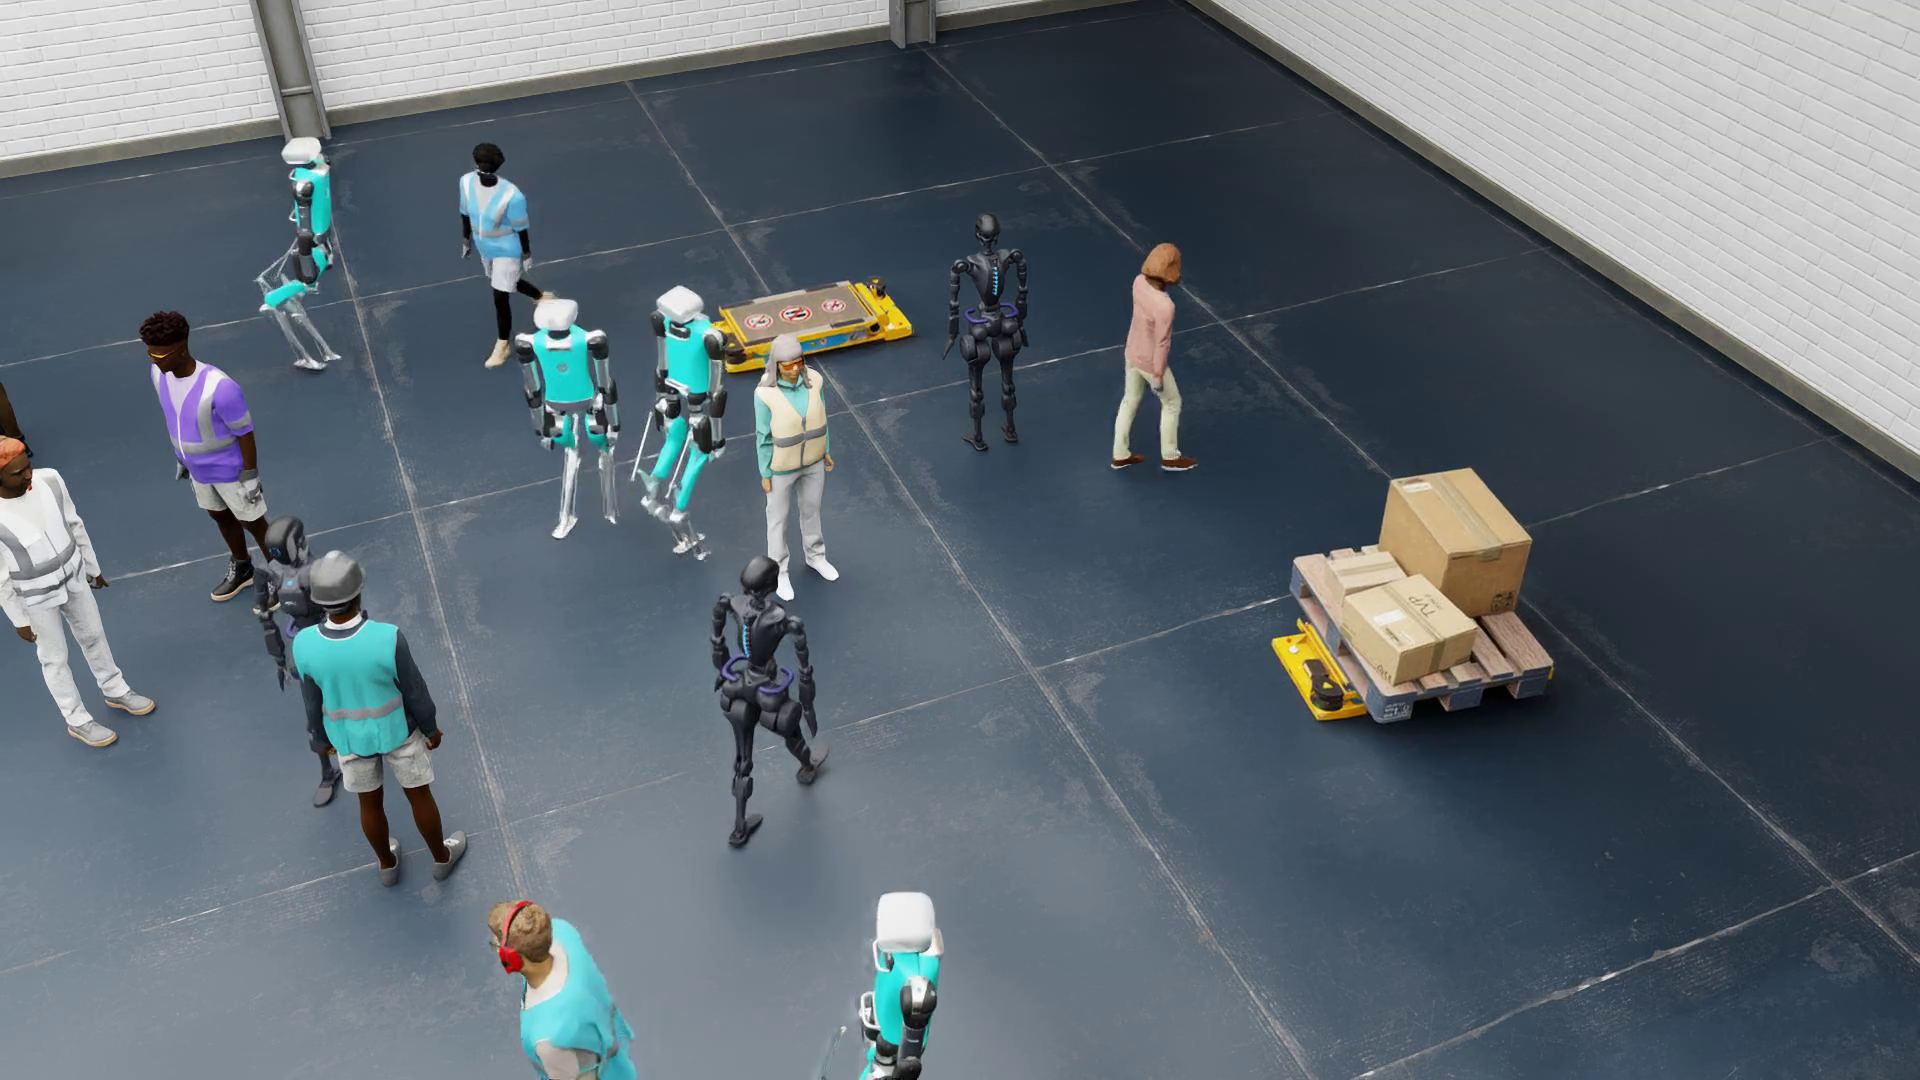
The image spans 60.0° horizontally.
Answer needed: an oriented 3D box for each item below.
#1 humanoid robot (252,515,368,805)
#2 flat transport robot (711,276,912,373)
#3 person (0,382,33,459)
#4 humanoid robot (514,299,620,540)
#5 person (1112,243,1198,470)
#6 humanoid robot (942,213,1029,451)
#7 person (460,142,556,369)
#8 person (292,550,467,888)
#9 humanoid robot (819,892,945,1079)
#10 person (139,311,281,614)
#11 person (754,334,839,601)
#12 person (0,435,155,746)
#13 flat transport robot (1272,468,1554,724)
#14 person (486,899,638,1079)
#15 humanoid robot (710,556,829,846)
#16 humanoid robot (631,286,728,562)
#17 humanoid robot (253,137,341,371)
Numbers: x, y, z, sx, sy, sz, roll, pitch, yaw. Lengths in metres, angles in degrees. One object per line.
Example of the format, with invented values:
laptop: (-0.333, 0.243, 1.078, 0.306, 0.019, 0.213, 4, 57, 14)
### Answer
humanoid robot: (-3.183, 0.577, 8.392, 0.590, 1.657, 0.597, 2, 38, 3)
flat transport robot: (-1.140, -1.604, 12.361, 1.431, 0.231, 0.659, -14, 40, -18)
person: (-6.432, -1.344, 10.652, 0.346, 1.942, 0.545, -21, 42, -25)
humanoid robot: (-2.313, -0.771, 10.096, 0.530, 1.793, 0.756, -4, 38, -5)
person: (1.289, -1.171, 10.694, 0.651, 1.608, 0.498, -15, 40, -19)
humanoid robot: (0.179, -1.361, 10.878, 0.599, 1.657, 0.315, -13, 39, -16)
person: (-3.238, -2.116, 11.885, 0.538, 1.661, 0.775, 21, 42, 25)
person: (-2.724, 0.878, 7.762, 0.564, 1.937, 0.430, -4, 38, -5)
humanoid robot: (-0.395, 2.032, 6.419, 1.014, 1.723, 0.538, -5, 38, -7)
person: (-4.233, -0.435, 9.448, 0.611, 1.963, 0.362, 16, 40, 20)
person: (-0.972, -0.443, 9.668, 0.470, 1.709, 0.364, -24, 44, -28)
person: (-4.693, 0.256, 8.622, 0.361, 1.880, 0.573, 14, 40, 18)
flat transport robot: (2.568, 0.640, 9.441, 1.431, 0.231, 0.659, -9, 38, -11)
person: (-1.495, 2.041, 6.351, 0.618, 1.802, 0.666, -8, 38, -10)
humanoid robot: (-0.972, 0.717, 8.218, 0.603, 1.629, 0.771, 16, 40, 19)
humanoid robot: (-1.694, -0.589, 9.838, 0.539, 1.797, 0.685, 24, 44, 28)
humanoid robot: (-4.662, -1.942, 11.612, 0.822, 1.778, 0.533, -1, 38, -2)
